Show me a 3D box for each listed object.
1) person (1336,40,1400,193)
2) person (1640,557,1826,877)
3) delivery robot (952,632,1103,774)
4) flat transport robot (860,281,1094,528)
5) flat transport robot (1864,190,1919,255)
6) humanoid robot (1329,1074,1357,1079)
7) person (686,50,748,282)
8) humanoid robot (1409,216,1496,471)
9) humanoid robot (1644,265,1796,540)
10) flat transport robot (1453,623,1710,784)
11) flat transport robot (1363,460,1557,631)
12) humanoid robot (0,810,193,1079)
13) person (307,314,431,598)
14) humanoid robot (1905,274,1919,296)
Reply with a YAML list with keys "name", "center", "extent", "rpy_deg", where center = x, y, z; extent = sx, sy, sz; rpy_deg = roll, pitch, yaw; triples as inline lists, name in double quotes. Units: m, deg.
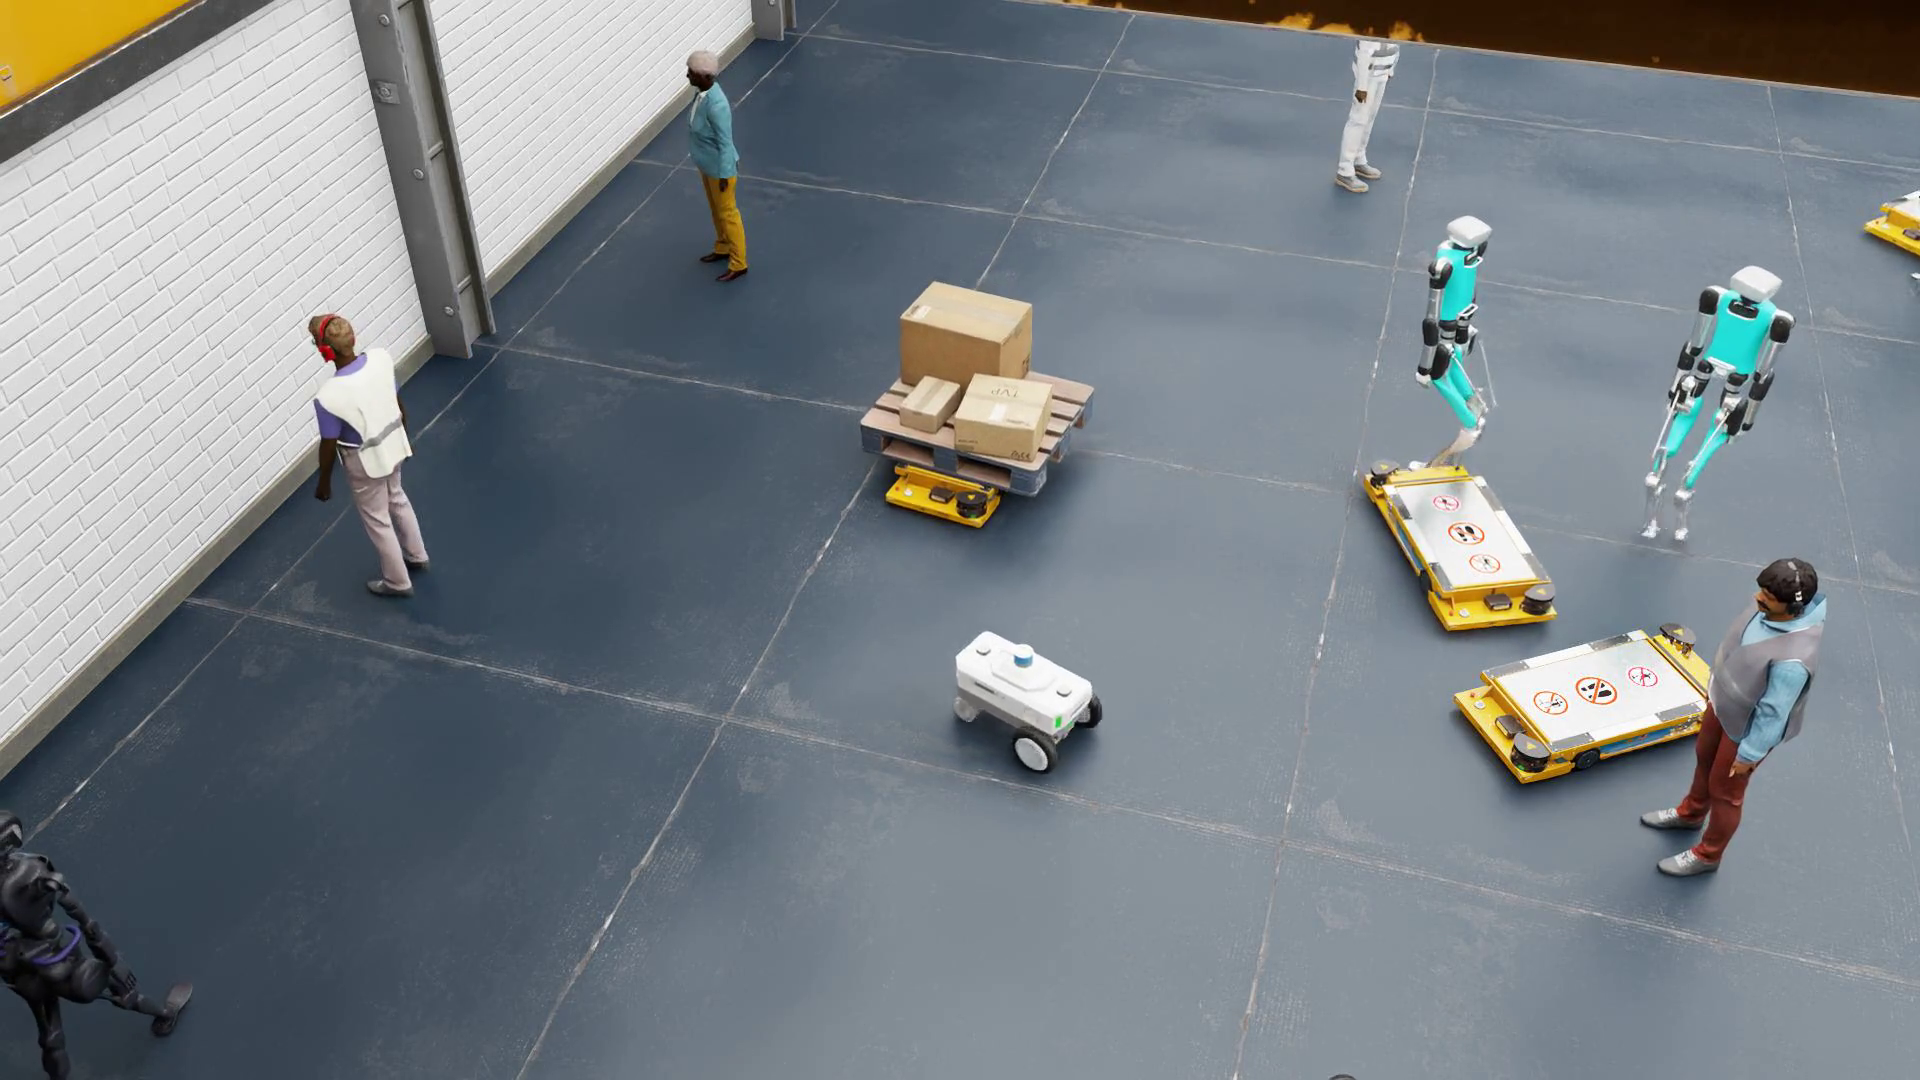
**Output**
- name: "person"
  center: [3.329, -3.751, 13.381]
  extent: [0.339, 1.882, 0.582]
  rpy_deg: [22, 44, 25]
- name: "person"
  center: [3.638, 0.826, 7.701]
  extent: [0.418, 1.869, 0.546]
  rpy_deg: [3, 39, 3]
- name: "delivery robot"
  center: [0.335, 0.796, 8.762]
  extent: [0.745, 0.565, 0.499]
  rpy_deg: [25, 45, 28]
- name: "flat transport robot"
  center: [0.127, -0.614, 10.768]
  extent: [0.659, 0.231, 1.431]
  rpy_deg: [16, 42, 19]
- name: "flat transport robot"
  center: [7.931, -2.577, 13.210]
  extent: [1.431, 0.231, 0.659]
  rpy_deg: [-21, 43, -24]
- name: "humanoid robot"
  center: [1.320, 2.408, 5.921]
  extent: [0.606, 1.637, 0.721]
  rpy_deg: [20, 43, 23]
- name: "person"
  center: [-1.813, -2.750, 12.239]
  extent: [0.339, 1.753, 0.535]
  rpy_deg: [-16, 42, -19]
- name: "humanoid robot"
  center: [3.111, -1.044, 10.190]
  extent: [0.655, 1.870, 0.541]
  rpy_deg: [29, 47, 31]
- name: "humanoid robot"
  center: [4.303, -0.708, 9.698]
  extent: [0.662, 1.775, 0.531]
  rpy_deg: [-32, 49, -33]
- name: "flat transport robot"
  center: [3.457, 0.864, 8.930]
  extent: [1.431, 0.231, 0.659]
  rpy_deg: [-12, 40, -15]
- name: "flat transport robot"
  center: [2.989, -0.005, 10.010]
  extent: [0.659, 0.231, 1.431]
  rpy_deg: [-5, 39, -7]
- name: "humanoid robot"
  center: [-3.721, 1.665, 6.839]
  extent: [0.601, 1.629, 0.754]
  rpy_deg: [8, 39, 10]
- name: "person"
  center: [-3.294, -0.440, 9.306]
  extent: [0.438, 1.834, 0.579]
  rpy_deg: [13, 41, 15]
- name: "humanoid robot"
  center: [7.310, -2.501, 11.990]
  extent: [0.535, 1.856, 0.700]
  rpy_deg: [-24, 45, -27]
